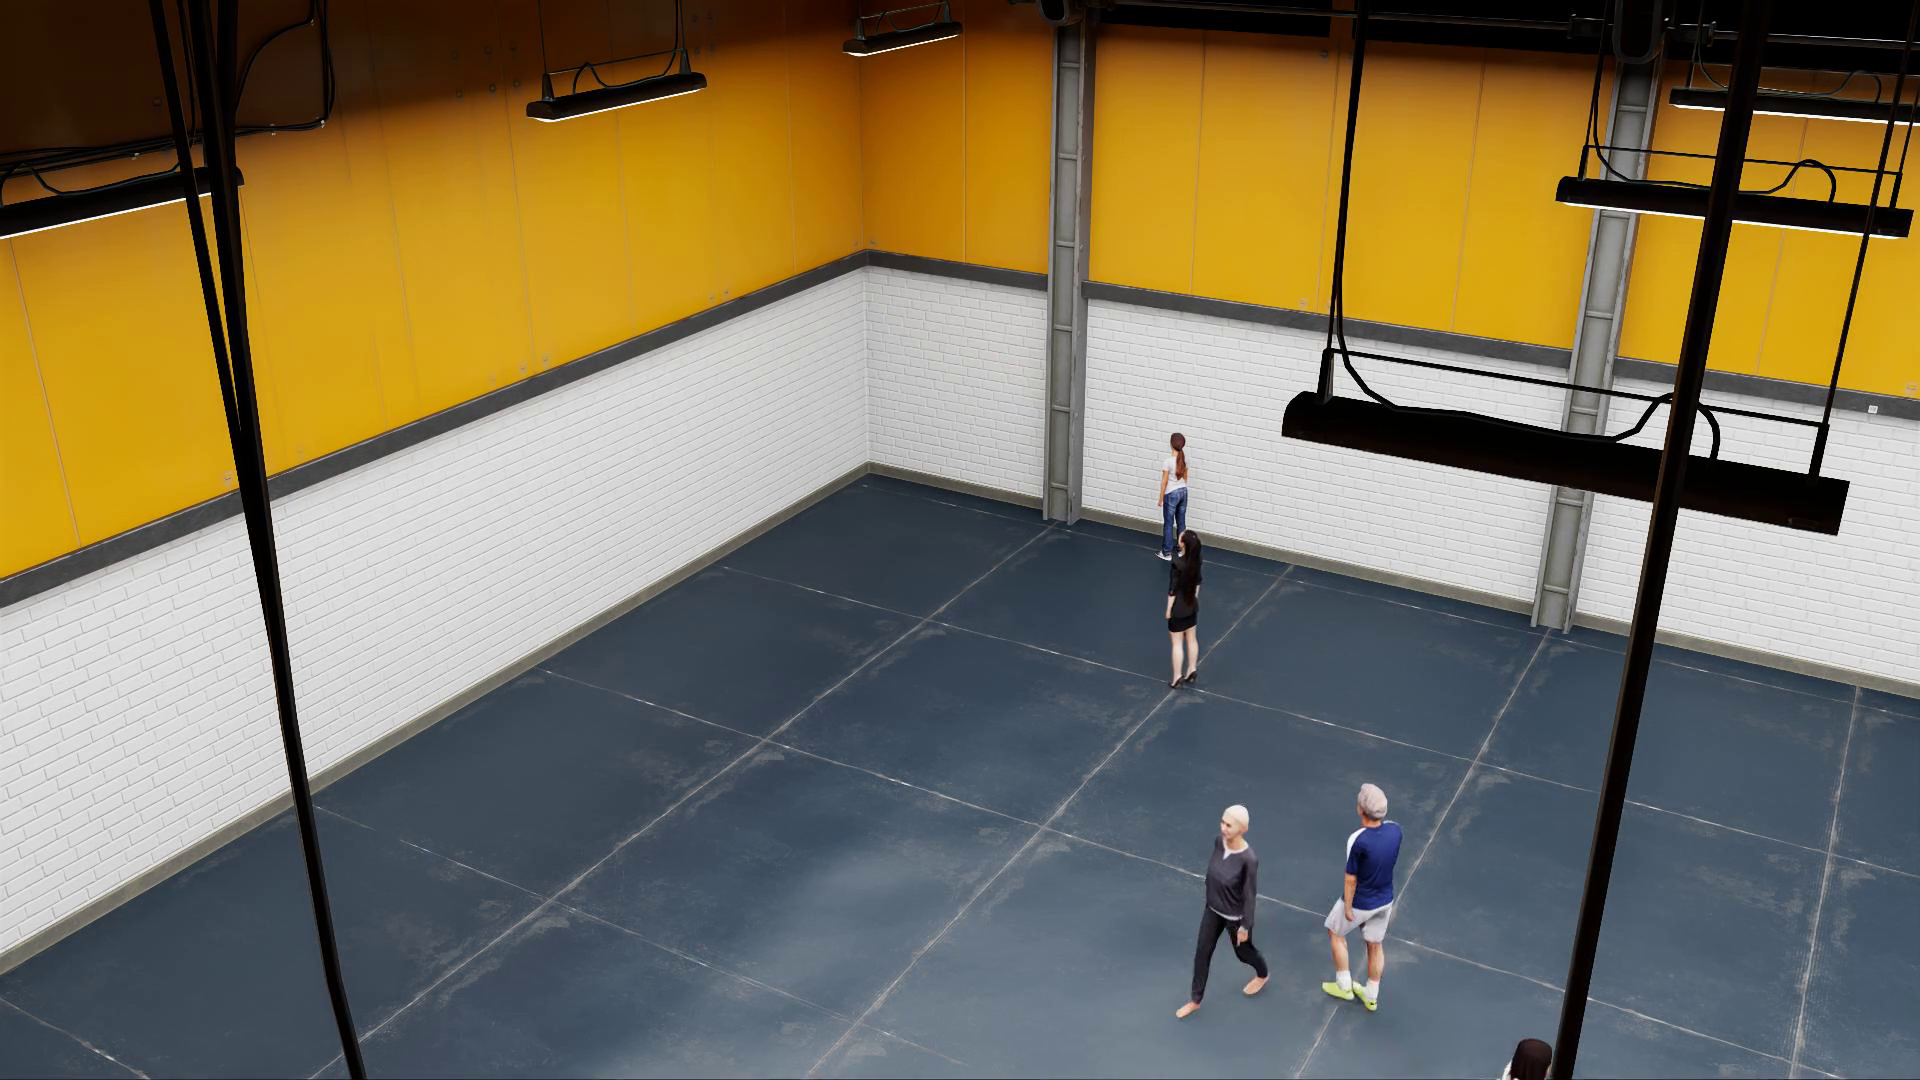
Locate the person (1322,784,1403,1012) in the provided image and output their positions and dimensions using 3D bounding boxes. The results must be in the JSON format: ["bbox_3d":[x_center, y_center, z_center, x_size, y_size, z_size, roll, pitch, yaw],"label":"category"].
[{"bbox_3d":[3.003,2.633,12.022,0.769,1.823,0.808,-10,25,-21],"label":"person"}]

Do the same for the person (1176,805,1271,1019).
[{"bbox_3d":[2.028,2.668,12.105,0.971,1.692,1.101,-16,28,-32],"label":"person"}]

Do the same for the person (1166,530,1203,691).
[{"bbox_3d":[2.248,0.692,16.621,0.646,1.696,0.622,-20,30,-38],"label":"person"}]

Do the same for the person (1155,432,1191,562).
[{"bbox_3d":[2.532,-0.532,19.587,0.622,1.562,0.658,-12,26,-26],"label":"person"}]

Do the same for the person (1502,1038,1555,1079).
[{"bbox_3d":[3.256,3.631,9.993,1.055,1.619,0.875,2,24,5],"label":"person"}]
